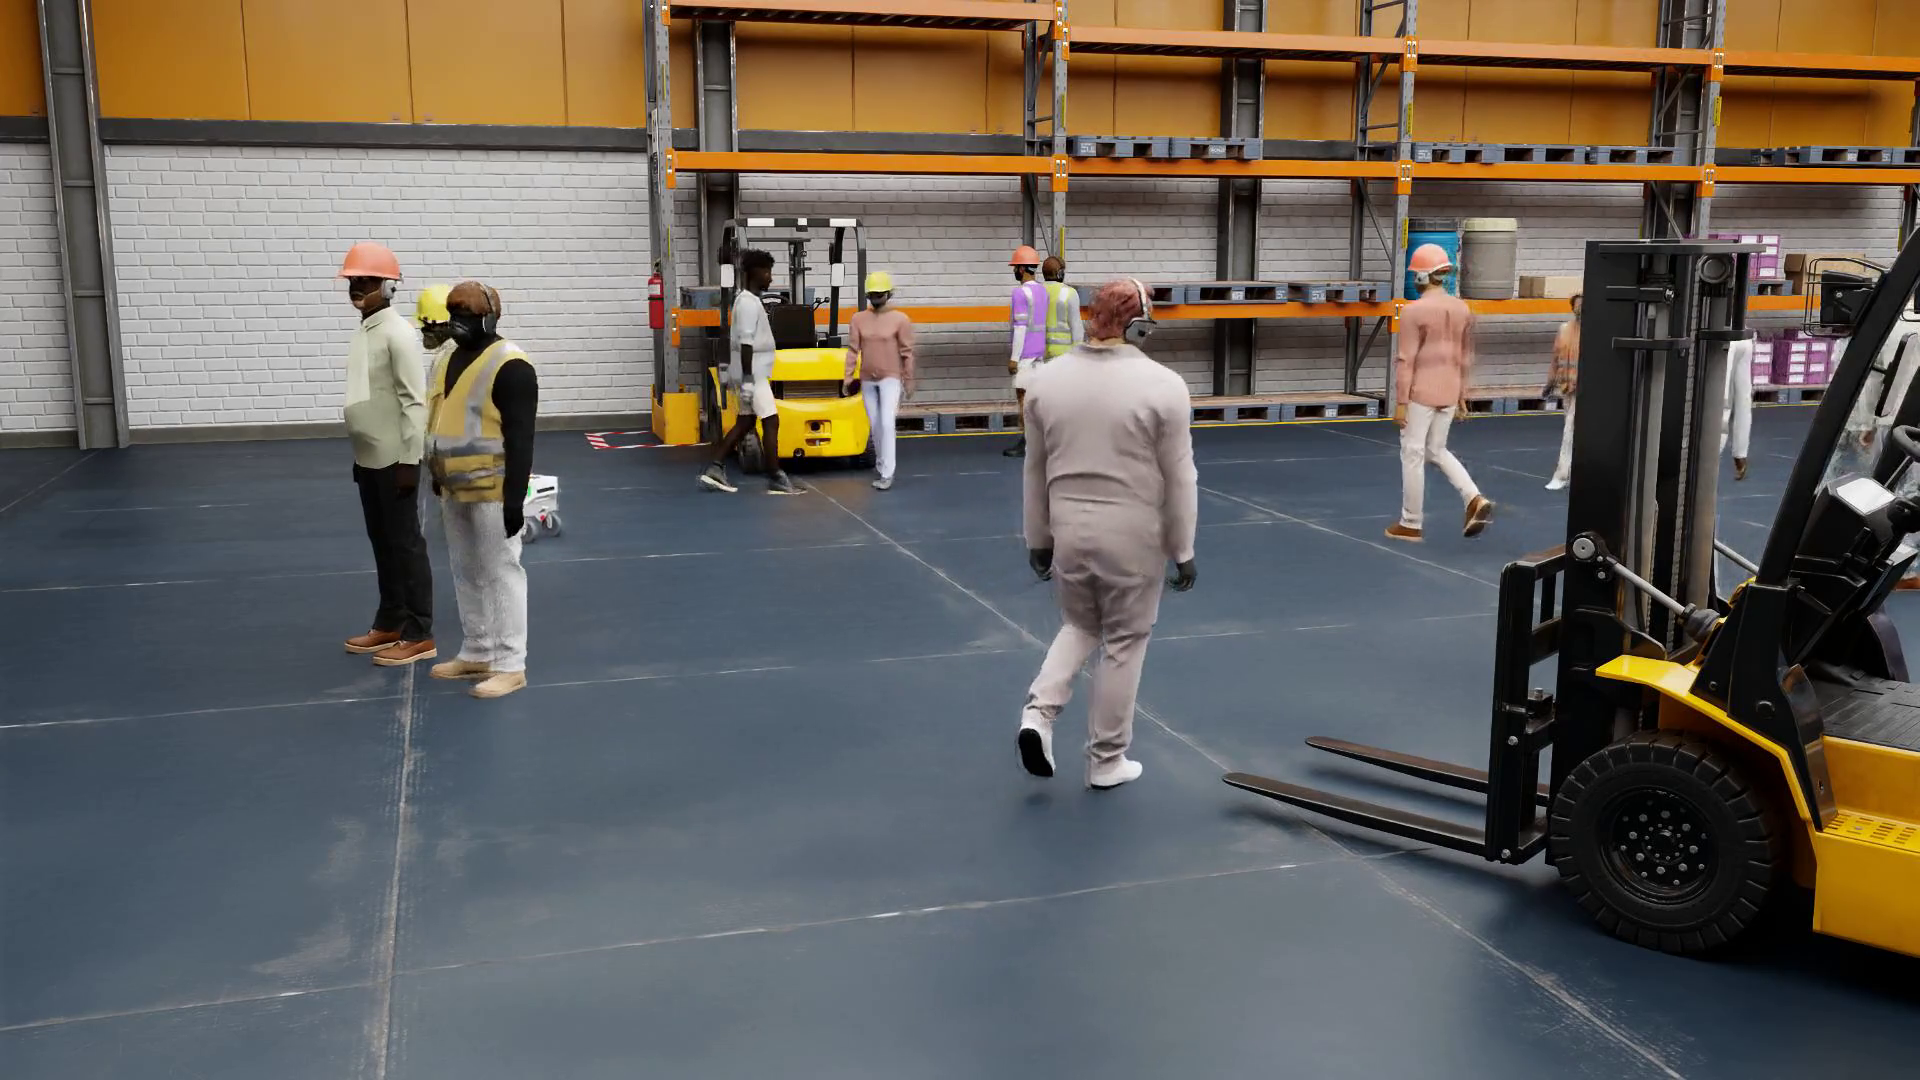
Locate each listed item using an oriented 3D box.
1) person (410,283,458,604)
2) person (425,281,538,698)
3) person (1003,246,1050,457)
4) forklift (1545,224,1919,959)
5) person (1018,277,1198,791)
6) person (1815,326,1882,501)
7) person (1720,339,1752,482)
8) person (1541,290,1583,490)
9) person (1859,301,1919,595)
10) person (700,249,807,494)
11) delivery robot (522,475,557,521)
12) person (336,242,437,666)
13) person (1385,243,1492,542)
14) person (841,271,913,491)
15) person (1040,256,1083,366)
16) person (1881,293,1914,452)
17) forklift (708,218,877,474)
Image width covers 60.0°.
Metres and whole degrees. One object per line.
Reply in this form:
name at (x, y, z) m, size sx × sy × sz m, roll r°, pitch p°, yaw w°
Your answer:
person at (-2.625, -0.461, 8.823) m, size 0.413 × 1.790 × 0.640 m, roll 1°, pitch 10°, yaw 3°
person at (-2.148, -0.215, 7.375) m, size 0.704 × 1.832 × 0.430 m, roll 9°, pitch 14°, yaw 42°
person at (0.600, -1.731, 15.342) m, size 0.357 × 1.937 × 0.551 m, roll 6°, pitch 12°, yaw 29°
forklift at (2.909, 0.117, 4.508) m, size 2.313 × 2.155 × 1.214 m, roll 9°, pitch 14°, yaw 40°
person at (0.522, 0.004, 5.983) m, size 0.655 × 1.884 × 0.489 m, roll 7°, pitch 12°, yaw 33°
person at (5.947, -0.821, 10.977) m, size 0.822 × 1.711 × 0.499 m, roll -3°, pitch 11°, yaw -14°
person at (3.920, -0.530, 9.047) m, size 0.602 × 1.826 × 0.968 m, roll -1°, pitch 10°, yaw -7°
person at (5.050, -1.226, 13.500) m, size 0.780 × 1.602 × 0.514 m, roll -4°, pitch 11°, yaw -21°
person at (5.418, -0.634, 9.365) m, size 0.438 × 1.922 × 0.641 m, roll -5°, pitch 11°, yaw -25°
person at (-1.669, -1.302, 13.070) m, size 0.855 × 1.941 × 0.625 m, roll -1°, pitch 10°, yaw -8°
delivery robot at (-3.071, -0.333, 11.216) m, size 0.707 × 0.478 × 0.477 m, roll 5°, pitch 11°, yaw 24°
person at (-2.744, -0.408, 7.925) m, size 0.374 × 1.995 × 0.622 m, roll -9°, pitch 14°, yaw -40°
person at (3.142, -0.943, 10.907) m, size 0.625 × 1.980 × 0.650 m, roll -7°, pitch 12°, yaw -32°
person at (-0.684, -1.259, 13.285) m, size 0.527 × 1.744 × 0.708 m, roll 4°, pitch 11°, yaw 23°
person at (0.899, -1.765, 15.791) m, size 0.627 × 1.847 × 0.429 m, roll 7°, pitch 12°, yaw 33°
person at (8.931, -1.693, 15.274) m, size 0.925 × 1.889 × 0.589 m, roll -3°, pitch 11°, yaw -14°
forklift at (-1.522, -1.778, 14.899) m, size 1.214 × 2.155 × 2.313 m, roll -3°, pitch 11°, yaw -17°
